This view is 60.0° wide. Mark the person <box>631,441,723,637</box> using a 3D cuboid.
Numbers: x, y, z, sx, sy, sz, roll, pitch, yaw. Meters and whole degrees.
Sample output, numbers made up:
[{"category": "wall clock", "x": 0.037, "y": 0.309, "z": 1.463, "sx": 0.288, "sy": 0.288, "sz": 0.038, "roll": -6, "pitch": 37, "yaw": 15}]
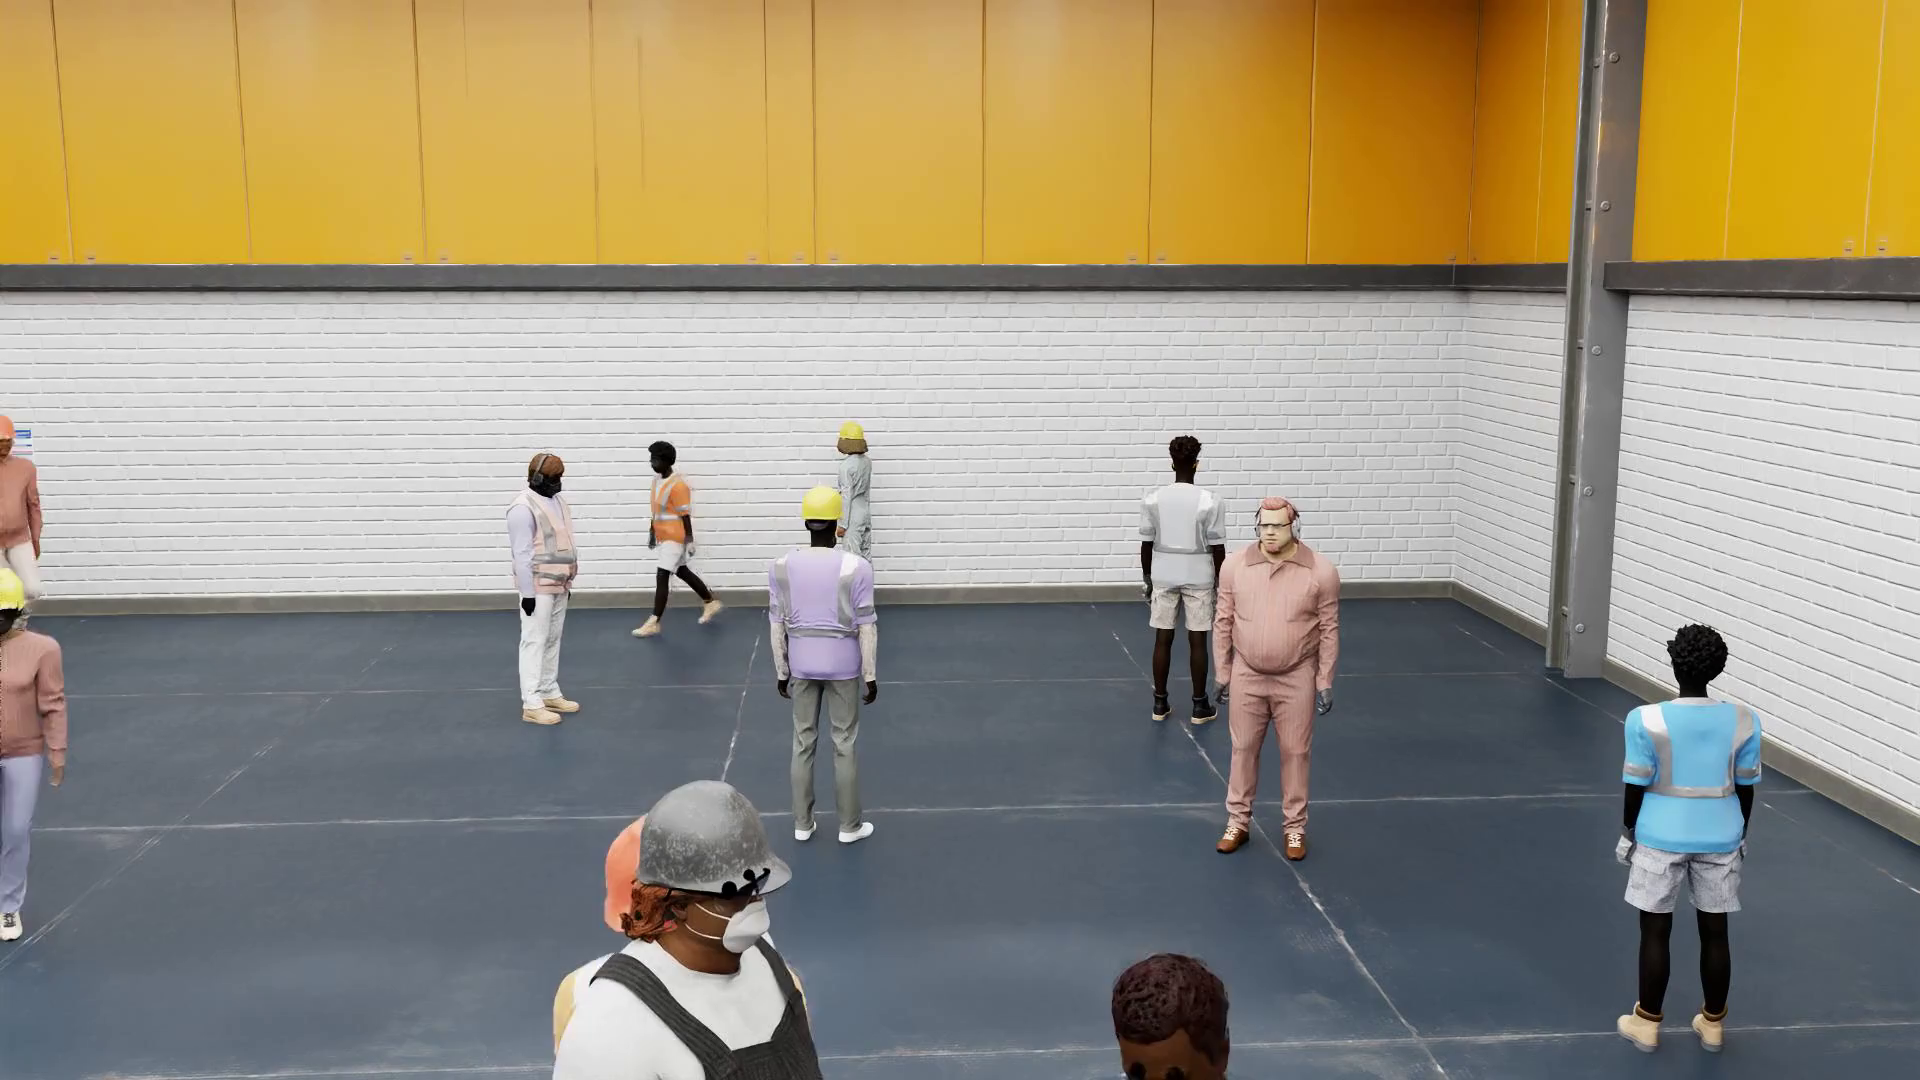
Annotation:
[{"category": "person", "x": -2.394, "y": -0.036, "z": 14.116, "sx": 0.857, "sy": 1.658, "sz": 0.542, "roll": -6, "pitch": 11, "yaw": -32}]

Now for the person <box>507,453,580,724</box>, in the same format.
[{"category": "person", "x": -2.822, "y": 0.320, "z": 11.354, "sx": 0.429, "sy": 1.835, "sz": 0.627, "roll": 2, "pitch": 9, "yaw": 12}]

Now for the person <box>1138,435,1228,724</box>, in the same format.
[{"category": "person", "x": 1.513, "y": 0.266, "z": 11.275, "sx": 0.607, "sy": 1.966, "sz": 0.367, "roll": 4, "pitch": 10, "yaw": 21}]

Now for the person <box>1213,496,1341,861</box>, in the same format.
[{"category": "person", "x": 1.627, "y": 0.715, "z": 8.647, "sx": 0.645, "sy": 1.907, "sz": 0.400, "roll": 3, "pitch": 10, "yaw": 20}]

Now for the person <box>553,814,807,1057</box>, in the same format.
[{"category": "person", "x": -0.594, "y": 1.514, "z": 3.571, "sx": 0.586, "sy": 1.928, "sz": 0.382, "roll": 0, "pitch": 9, "yaw": -3}]

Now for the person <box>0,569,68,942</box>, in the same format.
[{"category": "person", "x": -4.280, "y": 0.987, "z": 7.440, "sx": 0.542, "sy": 1.731, "sz": 0.652, "roll": -6, "pitch": 11, "yaw": -34}]

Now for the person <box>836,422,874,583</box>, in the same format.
[{"category": "person", "x": -0.953, "y": -0.180, "z": 14.781, "sx": 0.294, "sy": 1.744, "sz": 0.486, "roll": 4, "pitch": 10, "yaw": 22}]

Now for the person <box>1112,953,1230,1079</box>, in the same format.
[{"category": "person", "x": 0.416, "y": 1.620, "z": 2.991, "sx": 0.676, "sy": 1.896, "sz": 0.476, "roll": 2, "pitch": 9, "yaw": 11}]

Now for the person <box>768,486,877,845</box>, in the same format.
[{"category": "person", "x": -0.719, "y": 0.670, "z": 8.856, "sx": 0.587, "sy": 1.930, "sz": 0.360, "roll": 2, "pitch": 9, "yaw": 12}]

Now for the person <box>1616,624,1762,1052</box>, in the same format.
[{"category": "person", "x": 2.823, "y": 1.165, "z": 6.481, "sx": 0.532, "sy": 1.696, "sz": 0.319, "roll": 0, "pitch": 9, "yaw": 2}]

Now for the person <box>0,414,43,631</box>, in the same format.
[{"category": "person", "x": -7.427, "y": 0.005, "z": 12.886, "sx": 0.493, "sy": 1.982, "sz": 0.633, "roll": 7, "pitch": 11, "yaw": 38}]
